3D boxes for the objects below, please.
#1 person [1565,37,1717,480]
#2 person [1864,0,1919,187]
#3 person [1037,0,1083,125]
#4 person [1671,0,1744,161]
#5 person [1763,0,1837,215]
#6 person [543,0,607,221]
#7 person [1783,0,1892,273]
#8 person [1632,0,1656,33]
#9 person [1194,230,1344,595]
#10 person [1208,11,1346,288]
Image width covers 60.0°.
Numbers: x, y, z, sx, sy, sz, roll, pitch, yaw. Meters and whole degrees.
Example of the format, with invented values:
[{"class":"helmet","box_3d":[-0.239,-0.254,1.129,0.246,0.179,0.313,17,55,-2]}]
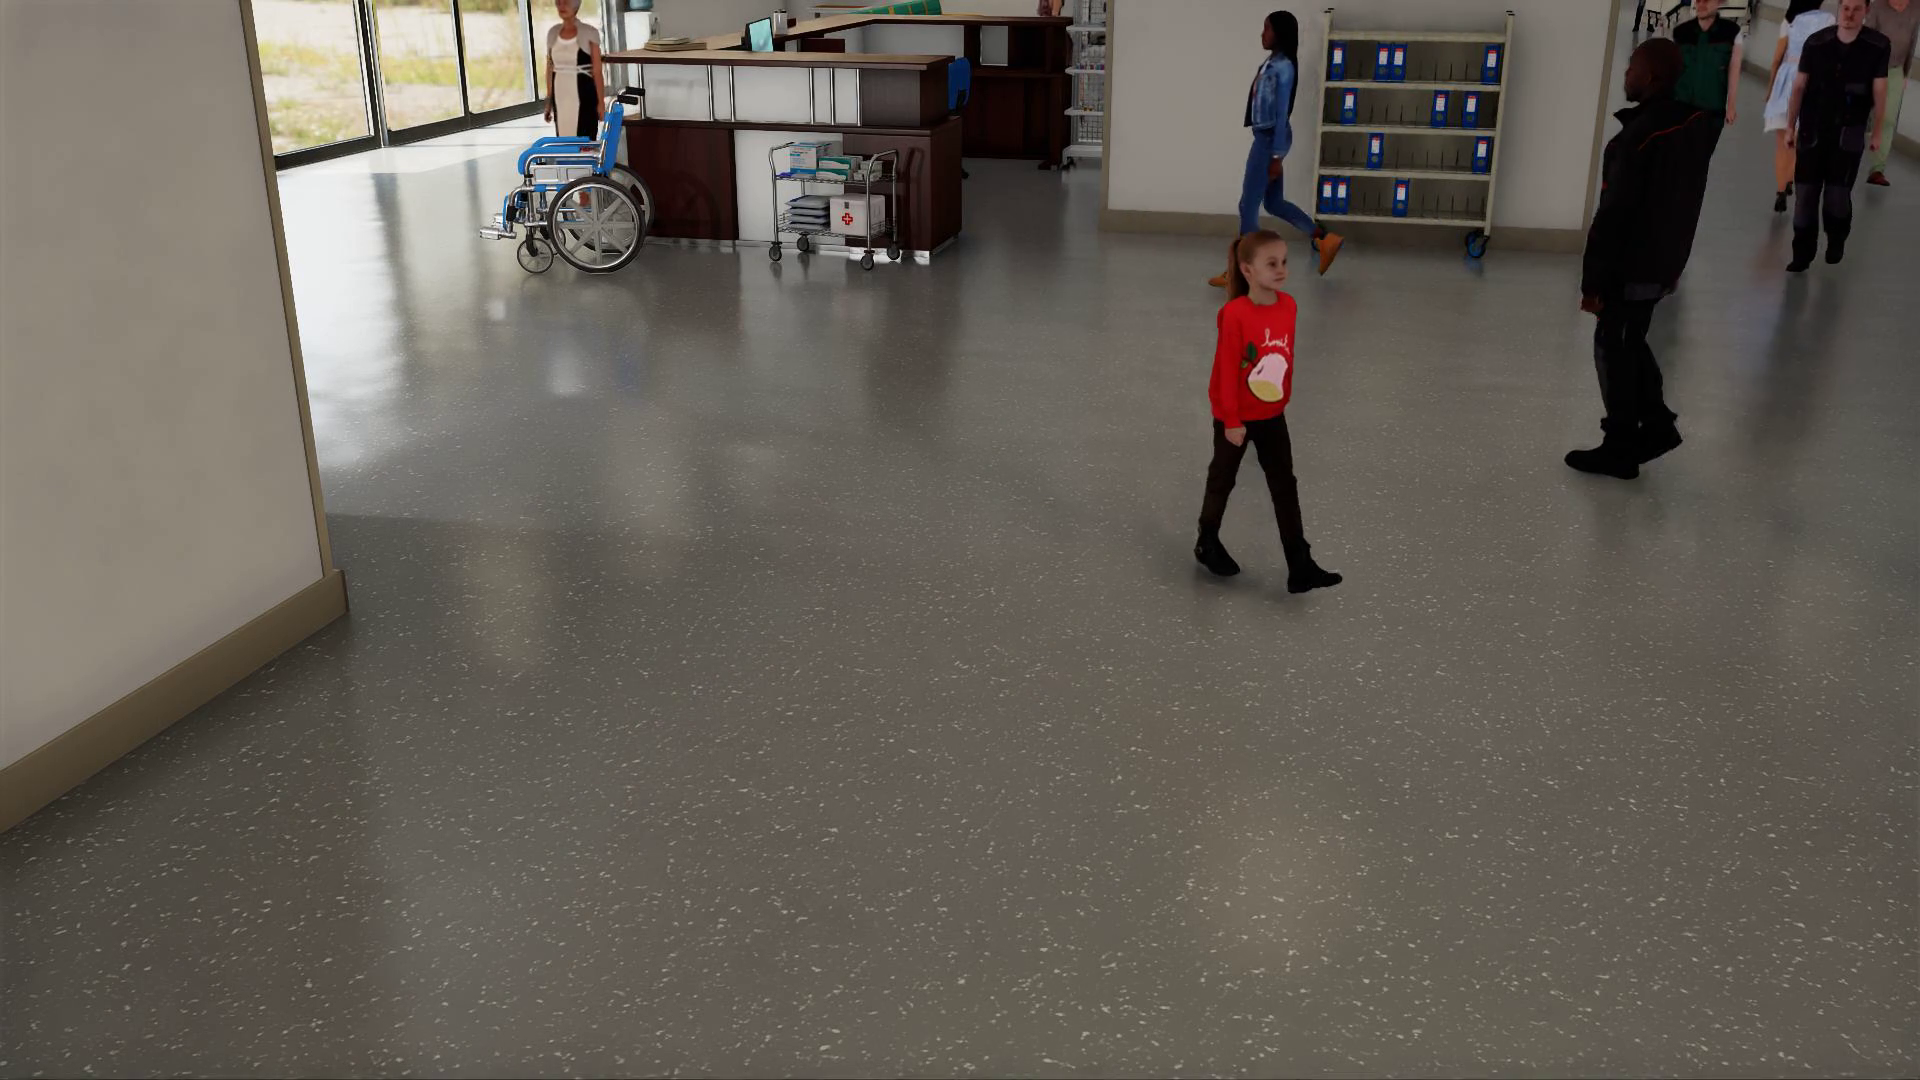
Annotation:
[{"class":"person","box_3d":[2.860,-1.102,6.786,0.872,1.809,0.924,-14,25,-32]},{"class":"person","box_3d":[7.982,-4.047,14.523,1.139,1.836,0.787,3,21,8]},{"class":"person","box_3d":[1.053,-5.234,17.829,1.201,1.714,1.094,-10,23,-24]},{"class":"person","box_3d":[5.383,-3.127,12.152,1.084,1.795,0.812,7,22,19]},{"class":"person","box_3d":[6.548,-3.436,13.003,1.079,1.770,0.859,12,24,29]},{"class":"person","box_3d":[-2.918,-3.359,12.839,0.719,1.743,0.714,7,22,18]},{"class":"person","box_3d":[5.744,-2.686,10.947,0.844,1.823,0.927,16,26,37]},{"class":"person","box_3d":[13.767,-11.116,33.091,0.493,1.903,0.737,5,21,14]},{"class":"person","box_3d":[0.983,-0.448,5.837,0.857,1.256,0.914,-12,24,-28]},{"class":"person","box_3d":[2.028,-2.399,10.384,1.158,1.686,0.803,0,21,0]}]
